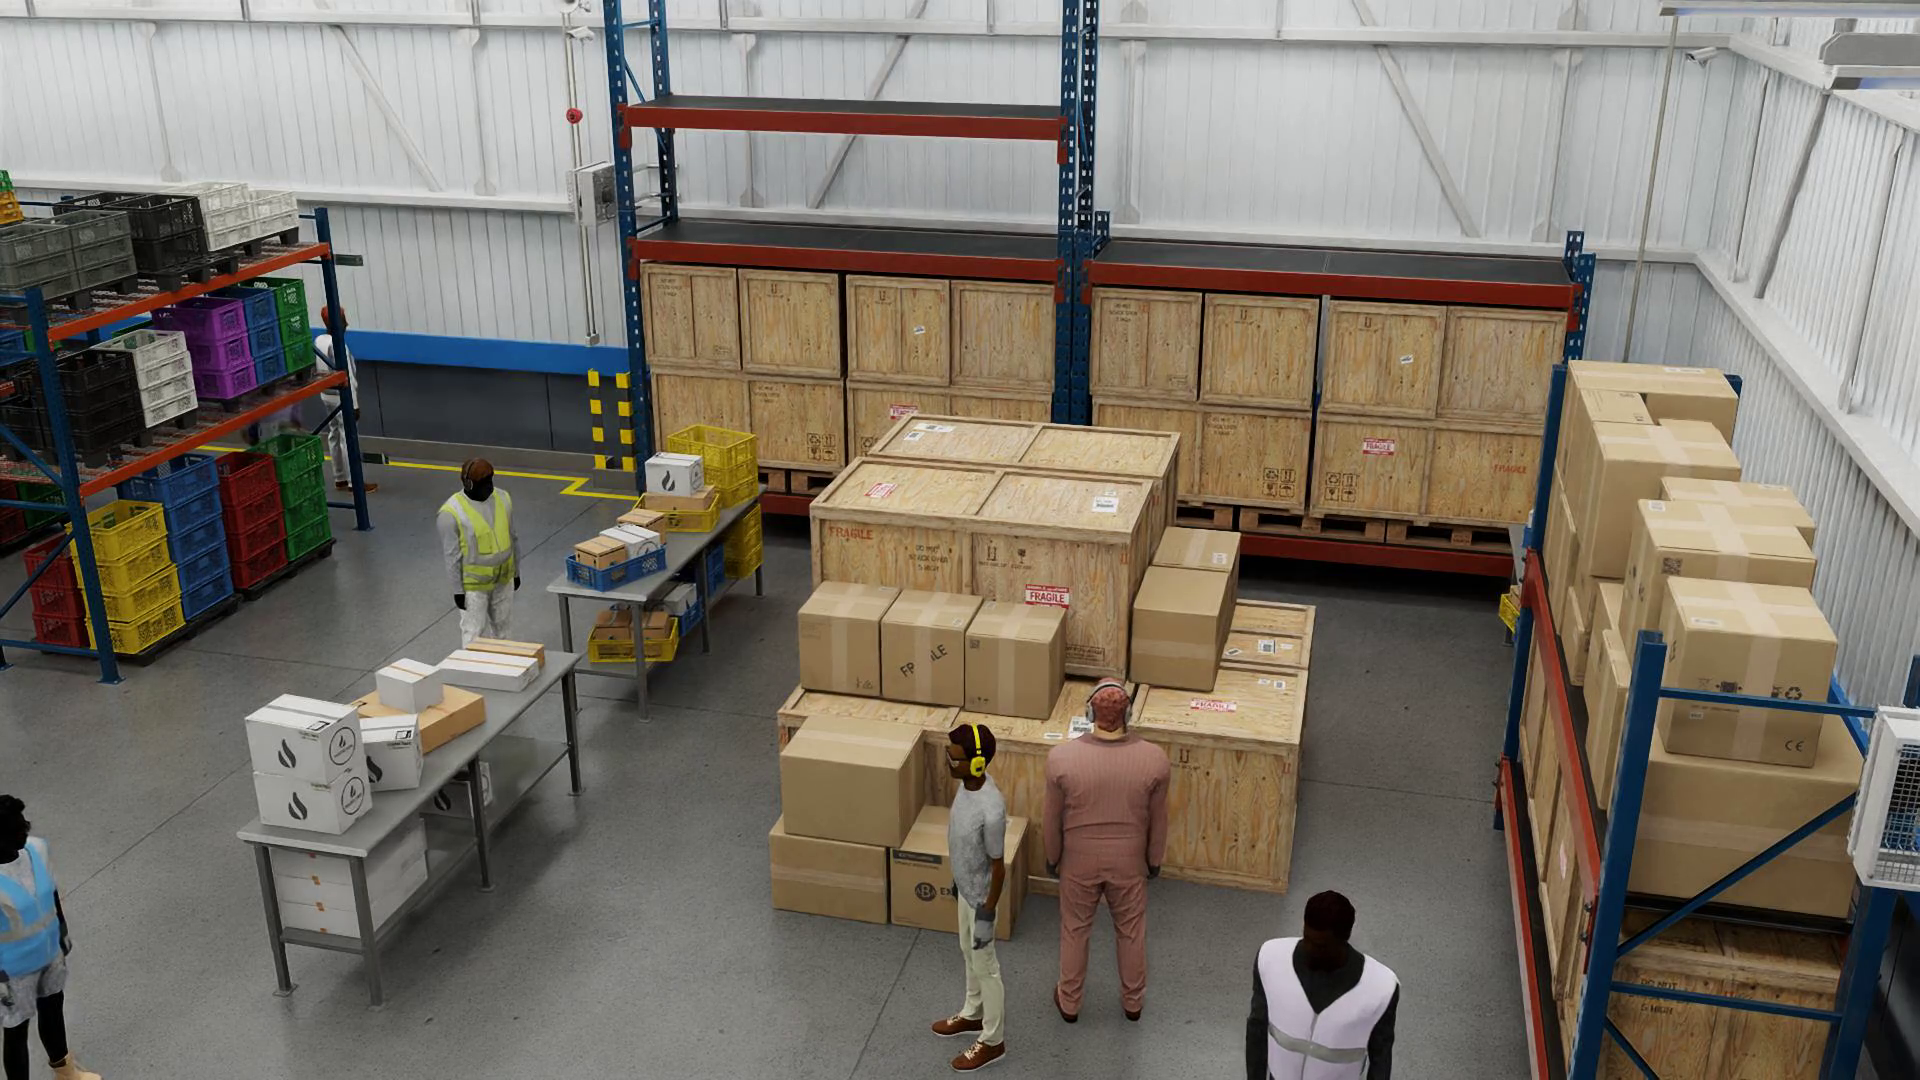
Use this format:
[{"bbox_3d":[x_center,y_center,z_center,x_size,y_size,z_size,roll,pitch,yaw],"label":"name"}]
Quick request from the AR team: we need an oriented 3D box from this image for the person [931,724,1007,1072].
[{"bbox_3d":[0.061,1.749,8.207,0.328,1.874,0.521,-6,22,-16],"label":"person"}]

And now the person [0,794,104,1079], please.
[{"bbox_3d":[-4.427,1.968,7.883,0.319,1.694,0.536,4,21,10],"label":"person"}]

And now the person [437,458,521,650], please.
[{"bbox_3d":[-3.447,0.280,12.111,0.431,1.836,0.619,16,26,36],"label":"person"}]

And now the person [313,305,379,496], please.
[{"bbox_3d":[-6.084,-1.374,16.360,0.362,1.883,0.575,-19,28,-41],"label":"person"}]

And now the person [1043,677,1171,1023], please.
[{"bbox_3d":[0.743,1.598,8.575,0.636,1.898,0.397,-1,21,-1],"label":"person"}]

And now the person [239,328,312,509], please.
[{"bbox_3d":[-6.433,-1.131,15.717,0.754,1.911,0.656,10,23,25],"label":"person"}]

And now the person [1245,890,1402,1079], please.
[{"bbox_3d":[1.461,2.248,6.845,0.590,1.913,0.399,8,22,21],"label":"person"}]
